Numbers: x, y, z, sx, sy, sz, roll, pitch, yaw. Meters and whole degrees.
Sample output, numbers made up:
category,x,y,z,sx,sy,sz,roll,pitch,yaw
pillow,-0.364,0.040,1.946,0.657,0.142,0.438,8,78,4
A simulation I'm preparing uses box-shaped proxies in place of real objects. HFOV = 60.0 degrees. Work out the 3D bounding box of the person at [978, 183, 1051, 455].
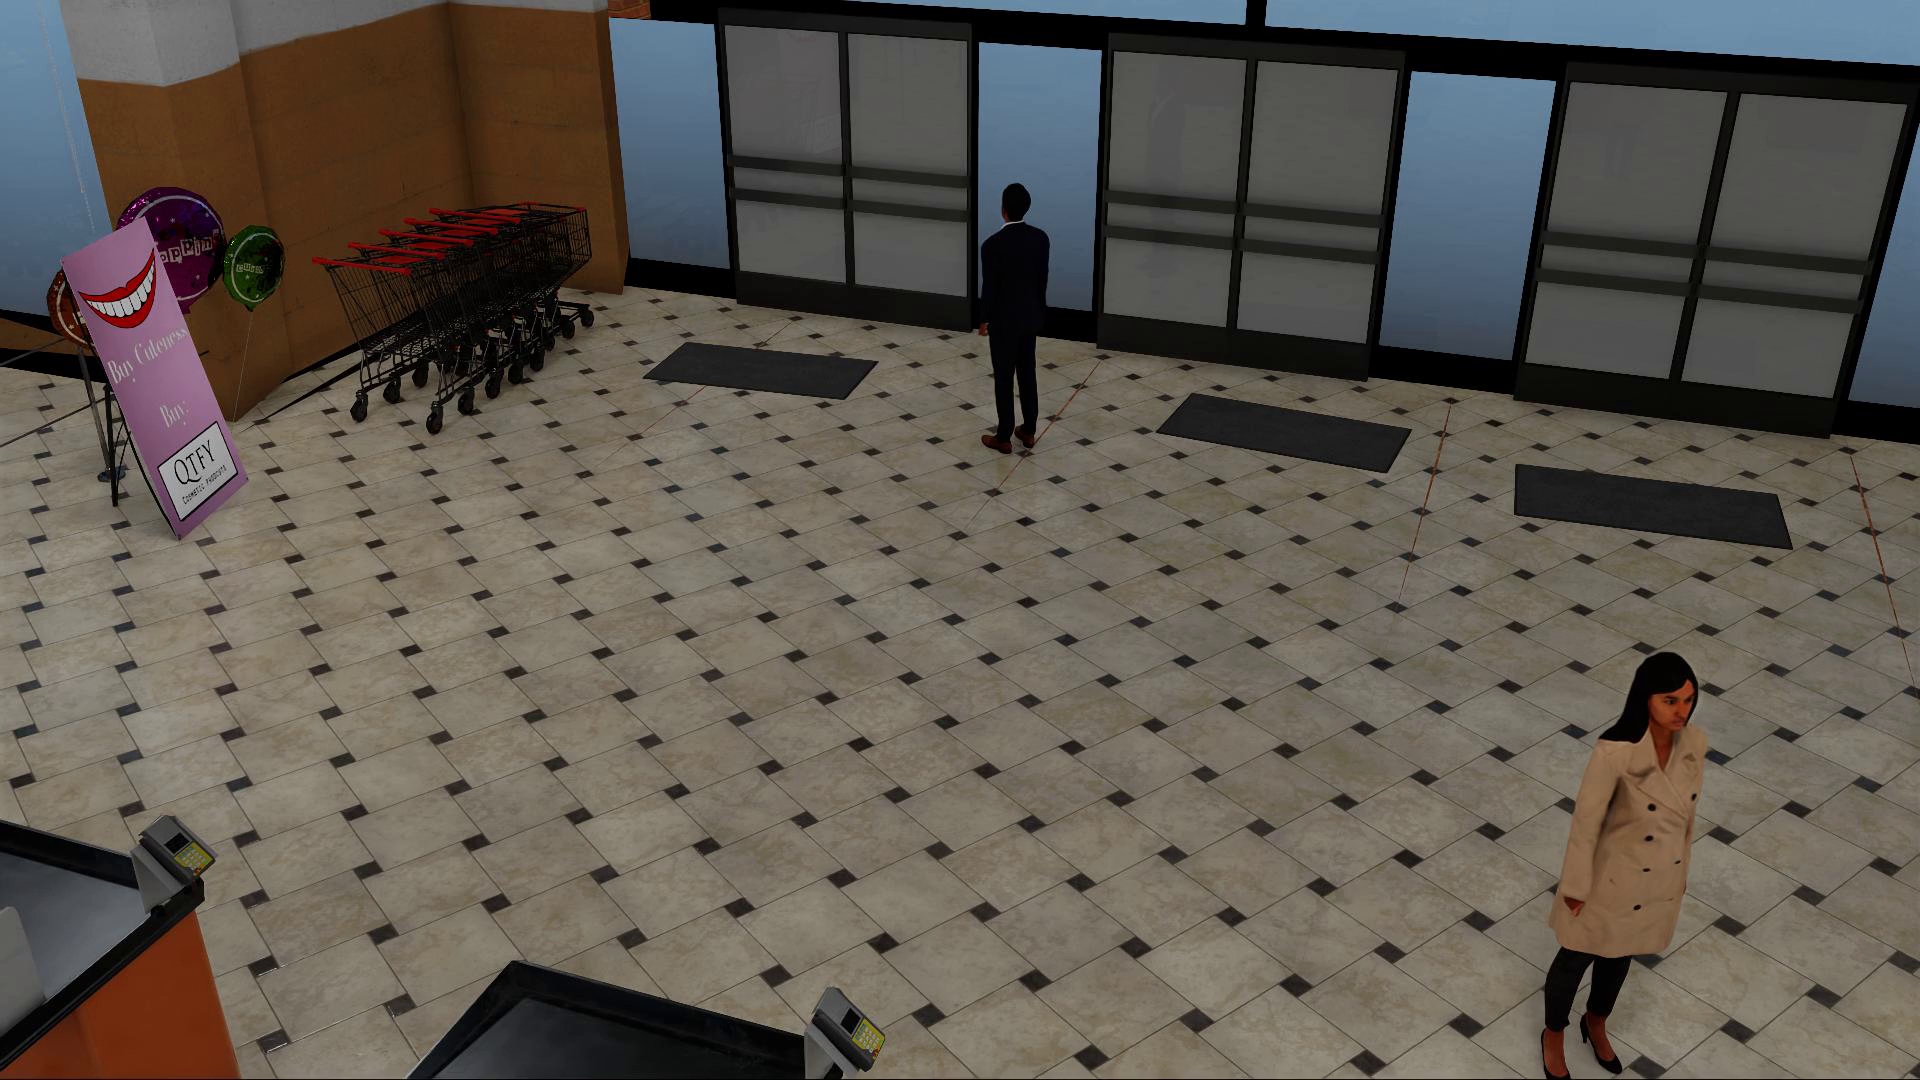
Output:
category,x,y,z,sx,sy,sz,roll,pitch,yaw
person,0.340,-1.383,10.454,0.684,1.727,0.770,-15,31,-27

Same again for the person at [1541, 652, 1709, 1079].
category,x,y,z,sx,sy,sz,roll,pitch,yaw
person,2.217,1.117,5.575,0.717,1.682,0.738,-8,28,-15
